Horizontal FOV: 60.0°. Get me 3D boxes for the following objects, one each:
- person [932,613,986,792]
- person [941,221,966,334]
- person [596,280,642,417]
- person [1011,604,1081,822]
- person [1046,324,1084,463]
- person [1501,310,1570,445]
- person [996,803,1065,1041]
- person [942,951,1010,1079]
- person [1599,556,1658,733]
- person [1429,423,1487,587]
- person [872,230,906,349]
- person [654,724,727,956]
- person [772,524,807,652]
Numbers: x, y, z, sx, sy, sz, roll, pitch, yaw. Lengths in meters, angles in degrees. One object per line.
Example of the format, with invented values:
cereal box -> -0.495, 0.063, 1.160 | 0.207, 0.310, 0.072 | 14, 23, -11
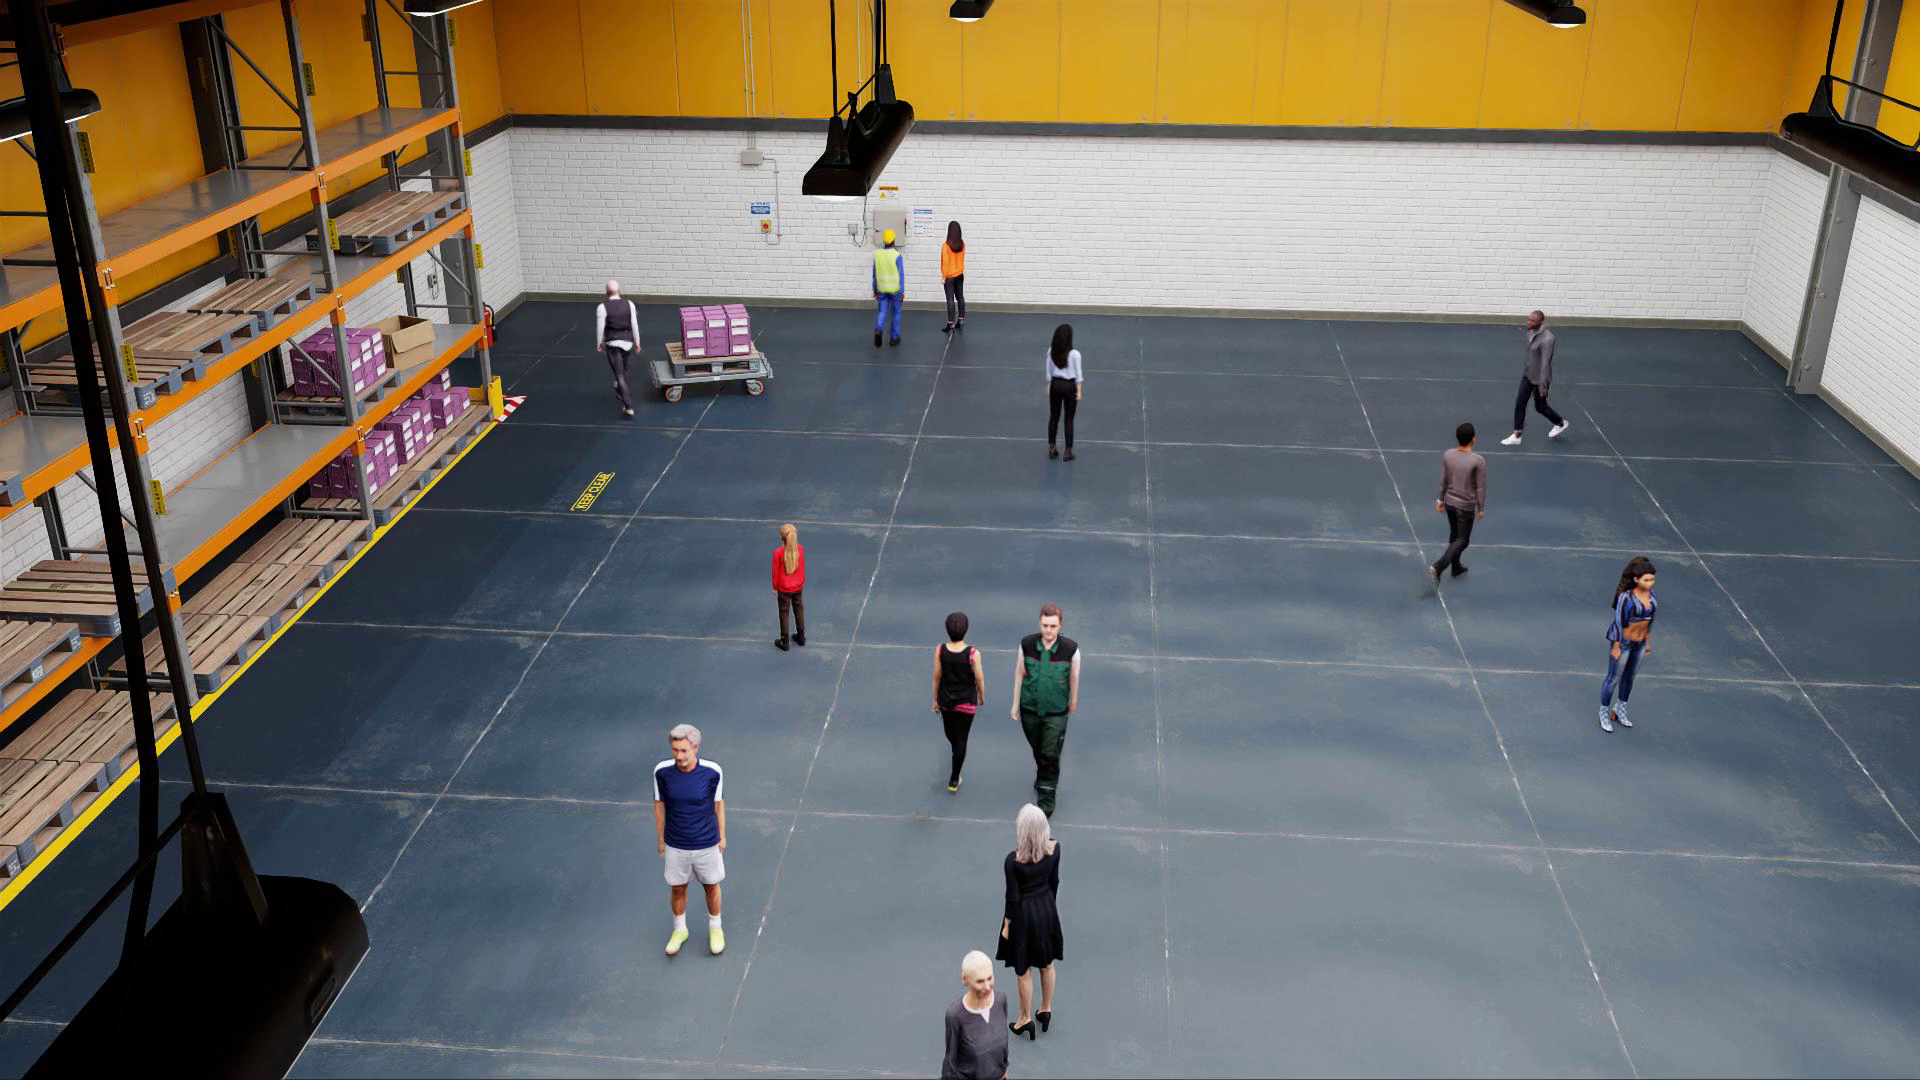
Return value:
person -> -0.043, 1.353, 13.680 | 0.678, 1.520, 0.994 | 6, 24, 14
person -> -0.095, -4.111, 25.894 | 0.768, 1.749, 0.689 | 21, 32, 40
person -> -4.529, -2.523, 22.236 | 1.164, 1.769, 1.325 | -13, 27, -28
person -> 0.689, 1.321, 13.417 | 0.807, 1.790, 1.197 | 7, 24, 15
person -> 1.279, -1.843, 20.710 | 0.726, 1.746, 0.692 | 11, 26, 24
person -> 7.422, -2.048, 21.160 | 1.083, 1.762, 1.216 | -7, 25, -15
person -> 0.461, 2.477, 10.827 | 0.702, 1.747, 0.739 | -13, 27, -28
person -> 0.087, 3.067, 9.504 | 0.682, 1.725, 0.722 | -15, 28, -31
person -> 5.862, 0.911, 14.574 | 0.684, 1.614, 0.686 | -8, 25, -18
person -> 5.152, -0.339, 17.265 | 1.039, 1.750, 1.111 | 15, 28, 31
person -> -1.087, -3.740, 24.983 | 0.792, 1.799, 1.061 | 7, 25, 15
person -> -1.873, 2.076, 11.632 | 0.654, 1.836, 0.565 | -1, 24, -2
person -> -1.643, 0.440, 16.065 | 0.577, 1.282, 0.623 | -14, 27, -29
